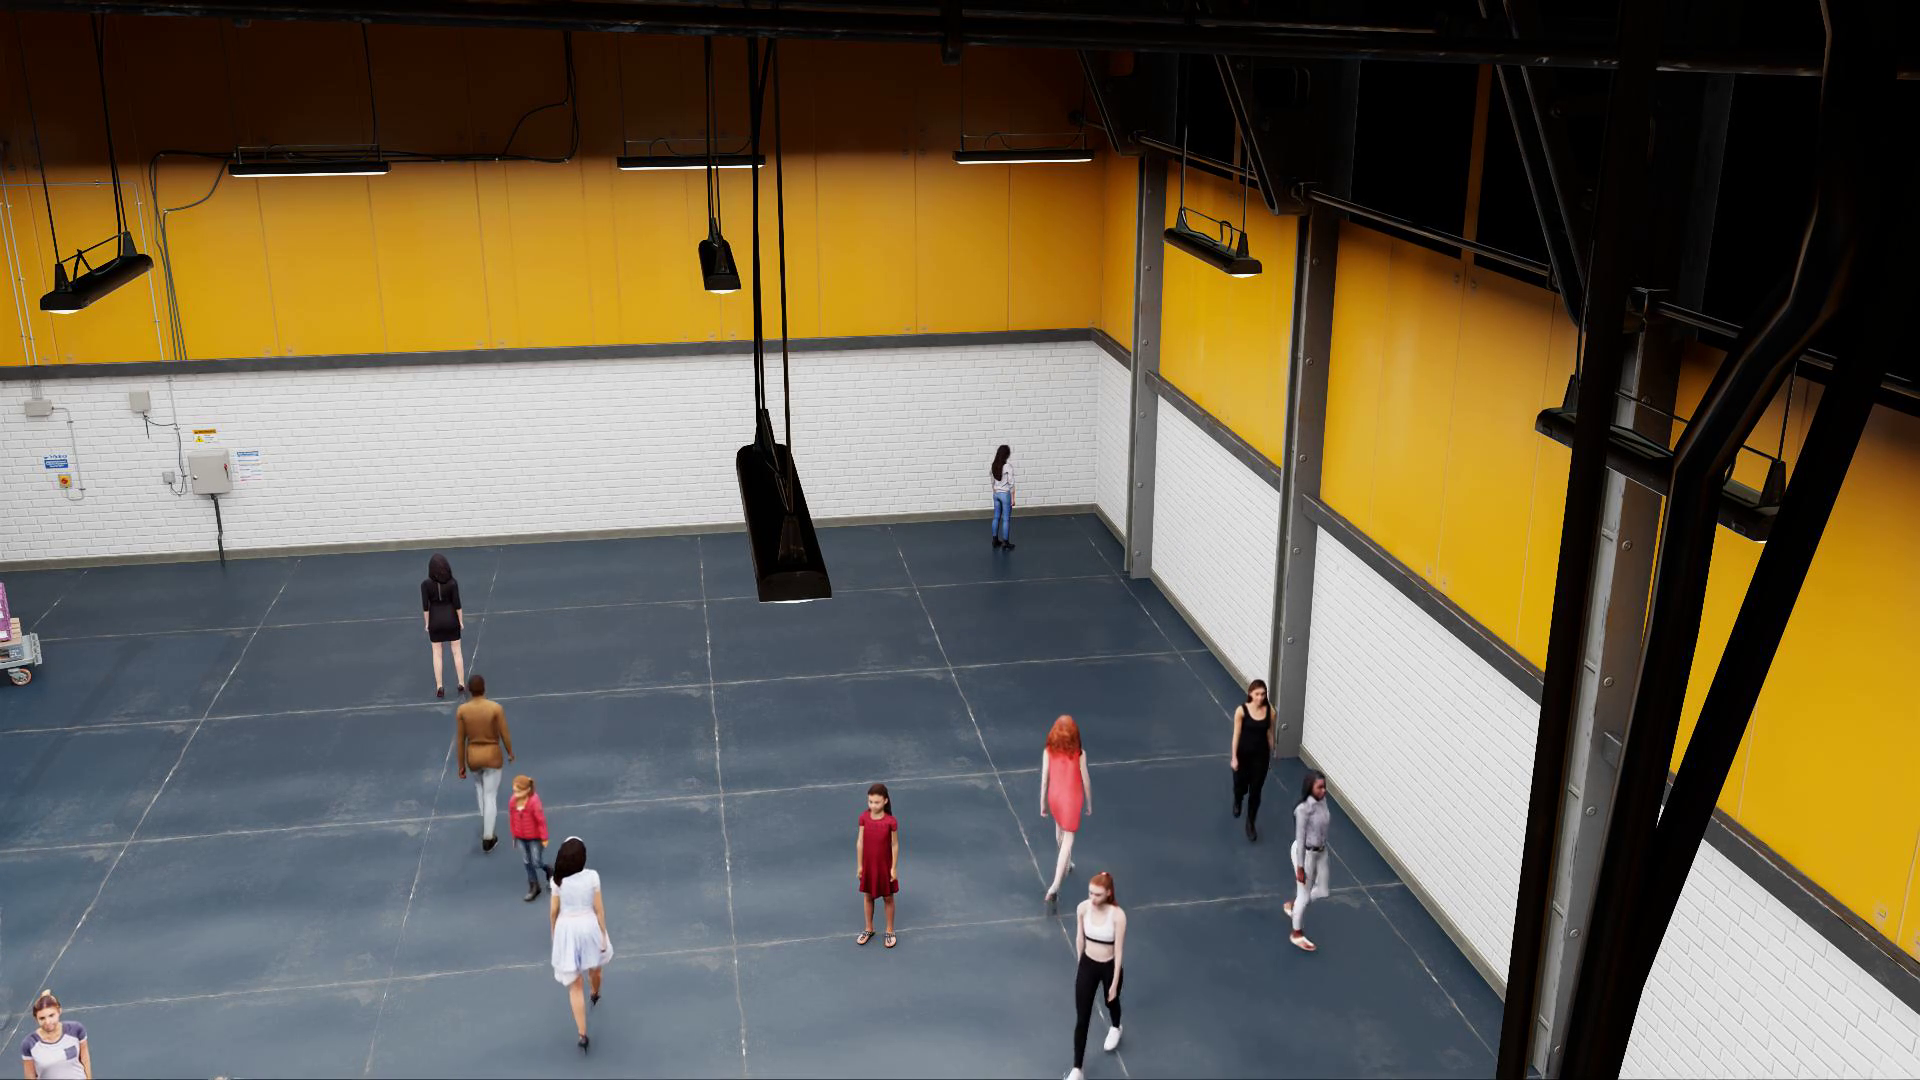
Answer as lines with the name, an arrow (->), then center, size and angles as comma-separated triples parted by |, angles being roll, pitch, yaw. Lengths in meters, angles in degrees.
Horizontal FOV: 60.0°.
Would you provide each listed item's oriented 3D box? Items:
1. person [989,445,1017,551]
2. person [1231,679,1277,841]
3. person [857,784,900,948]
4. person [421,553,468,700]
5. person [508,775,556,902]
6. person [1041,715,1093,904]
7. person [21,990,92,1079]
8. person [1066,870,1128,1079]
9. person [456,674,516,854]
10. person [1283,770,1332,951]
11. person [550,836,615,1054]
person -> 0.648, -0.666, 25.341 | 0.643, 1.631, 0.741 | 17, 25, 41
person -> 2.937, 2.170, 16.841 | 0.637, 1.682, 0.820 | -1, 19, -3
person -> -0.730, 2.889, 14.908 | 0.631, 1.554, 0.693 | 3, 19, 10
person -> -6.212, 1.035, 20.018 | 0.600, 1.805, 0.495 | -5, 19, -13
person -> -4.023, 2.765, 15.671 | 0.667, 1.301, 0.752 | 6, 20, 17
person -> 0.968, 2.544, 15.567 | 0.997, 1.786, 1.229 | 7, 20, 19
person -> -6.322, 3.925, 11.719 | 0.668, 1.625, 0.683 | -14, 23, -35
person -> 1.164, 3.401, 13.176 | 1.043, 1.688, 1.234 | 9, 20, 24
person -> -4.725, 2.235, 16.482 | 0.754, 1.787, 1.057 | 0, 19, 0
person -> 3.049, 2.821, 14.860 | 0.757, 1.713, 0.822 | -14, 23, -36
person -> -3.067, 3.283, 13.389 | 0.671, 1.777, 1.073 | -4, 19, -12
